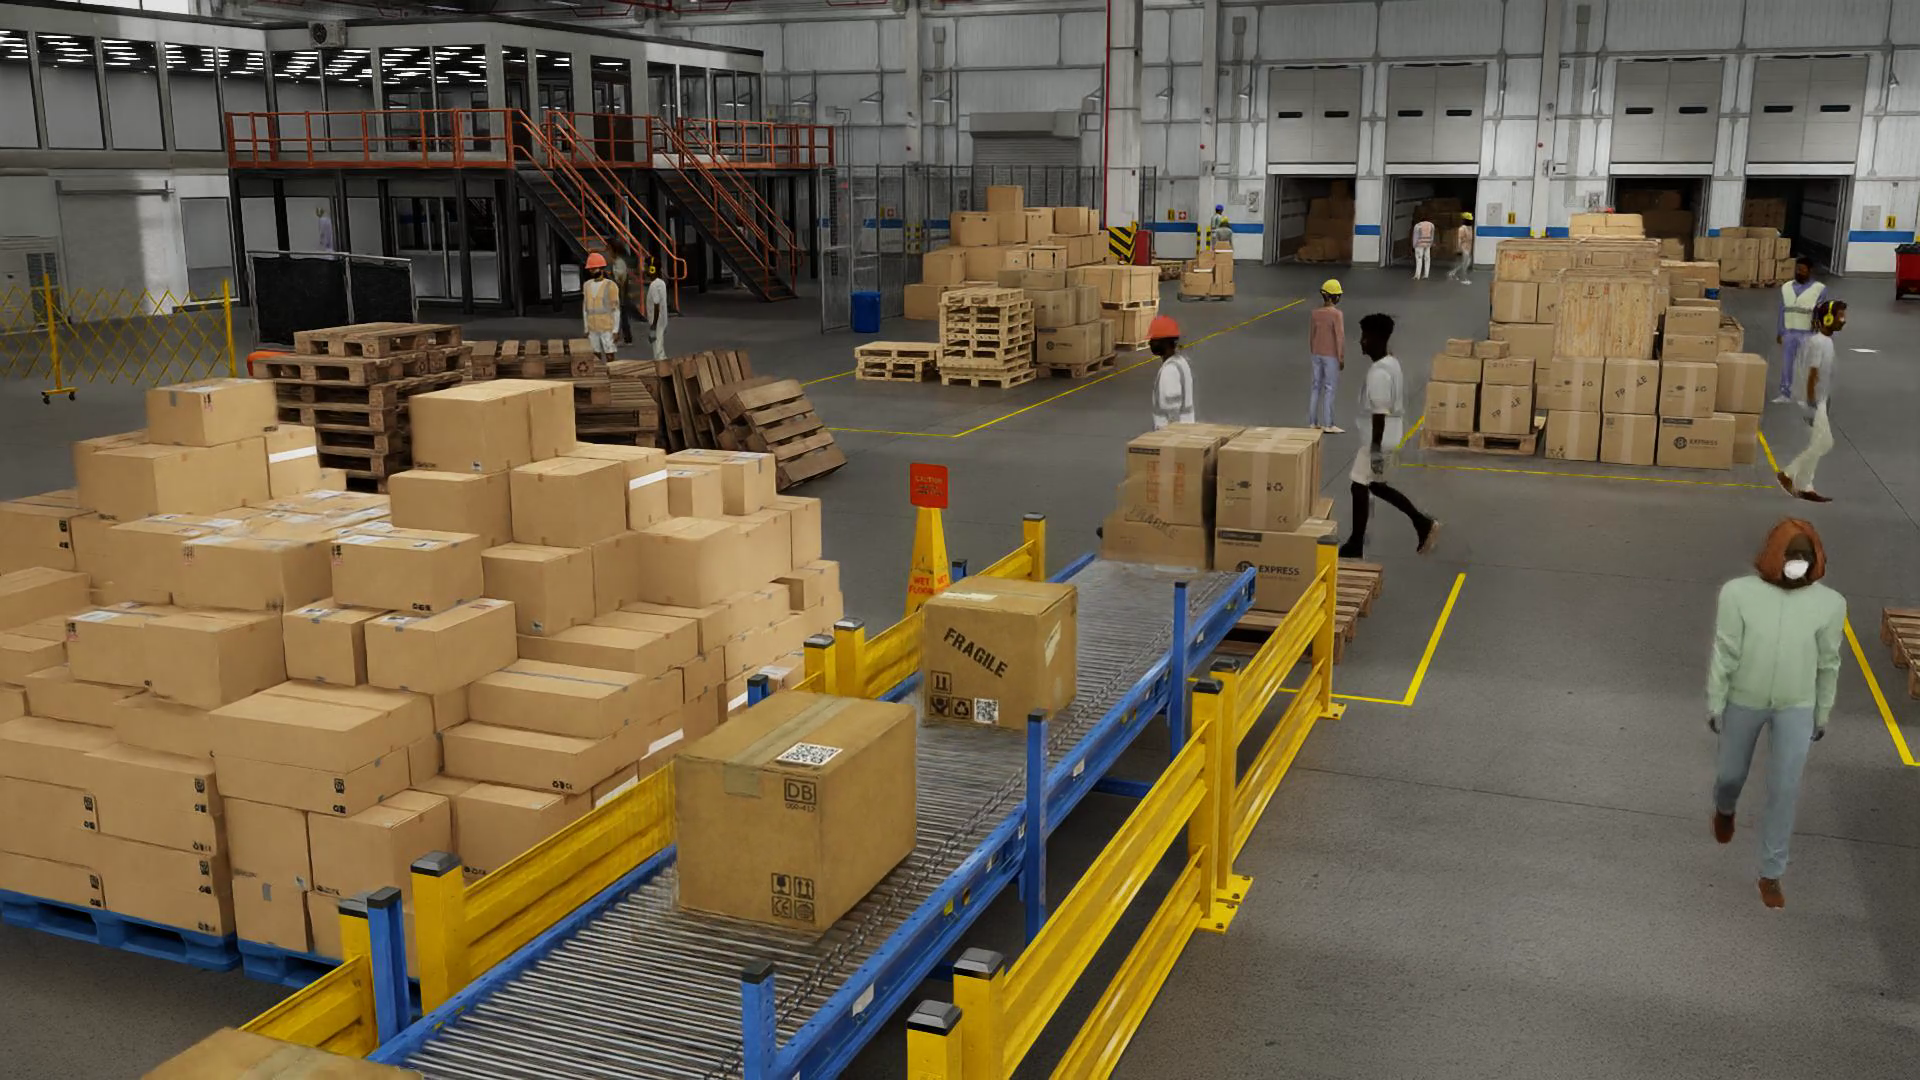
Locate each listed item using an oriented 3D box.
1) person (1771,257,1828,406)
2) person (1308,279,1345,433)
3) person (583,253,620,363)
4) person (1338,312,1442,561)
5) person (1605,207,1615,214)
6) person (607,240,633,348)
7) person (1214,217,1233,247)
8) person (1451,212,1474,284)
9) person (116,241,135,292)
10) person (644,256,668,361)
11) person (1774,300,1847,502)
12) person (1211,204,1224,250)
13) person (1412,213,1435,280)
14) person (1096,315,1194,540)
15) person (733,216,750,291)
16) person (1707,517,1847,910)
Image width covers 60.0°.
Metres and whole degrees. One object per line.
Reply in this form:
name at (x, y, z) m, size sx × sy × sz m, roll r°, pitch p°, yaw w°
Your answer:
person at (10.827, -2.687, 21.437) m, size 0.386 × 1.914 × 0.594 m, roll -9°, pitch 15°, yaw -34°
person at (4.245, -2.114, 19.193) m, size 0.311 × 1.768 × 0.522 m, roll -7°, pitch 15°, yaw -30°
person at (-4.709, -2.779, 21.783) m, size 0.547 × 1.937 × 0.379 m, roll 6°, pitch 14°, yaw 25°
person at (3.278, -0.773, 12.770) m, size 0.772 × 1.946 × 0.620 m, roll 6°, pitch 14°, yaw 25°
person at (18.134, -8.311, 46.527) m, size 0.707 × 1.956 × 0.658 m, roll -4°, pitch 13°, yaw -19°
person at (-5.891, -4.166, 28.257) m, size 0.643 × 1.821 × 0.534 m, roll -2°, pitch 13°, yaw -10°
person at (7.233, -8.029, 45.823) m, size 0.516 × 1.713 × 0.760 m, roll -1°, pitch 13°, yaw -3°
person at (13.407, -7.771, 44.245) m, size 0.529 × 1.904 × 0.601 m, roll 10°, pitch 16°, yaw 37°
person at (-17.710, -5.622, 35.205) m, size 0.498 × 1.632 × 0.285 m, roll -2°, pitch 13°, yaw -11°
person at (-4.073, -2.844, 22.231) m, size 0.328 × 1.872 × 0.514 m, roll 0°, pitch 13°, yaw -2°
person at (7.802, -1.246, 15.103) m, size 0.416 × 1.852 × 0.546 m, roll 9°, pitch 15°, yaw 35°
person at (7.994, -9.434, 51.626) m, size 0.394 × 1.942 × 0.601 m, roll -5°, pitch 13°, yaw -20°
person at (12.696, -8.059, 45.685) m, size 0.619 × 1.845 × 0.430 m, roll -4°, pitch 13°, yaw -17°
person at (1.608, -0.827, 13.139) m, size 0.979 × 1.883 × 0.561 m, roll 5°, pitch 13°, yaw 20°
person at (-5.429, -7.181, 41.719) m, size 0.592 × 1.865 × 0.579 m, roll -9°, pitch 16°, yaw -36°
person at (3.410, 0.673, 7.016) m, size 0.500 × 1.615 × 0.657 m, roll 4°, pitch 13°, yaw 19°
